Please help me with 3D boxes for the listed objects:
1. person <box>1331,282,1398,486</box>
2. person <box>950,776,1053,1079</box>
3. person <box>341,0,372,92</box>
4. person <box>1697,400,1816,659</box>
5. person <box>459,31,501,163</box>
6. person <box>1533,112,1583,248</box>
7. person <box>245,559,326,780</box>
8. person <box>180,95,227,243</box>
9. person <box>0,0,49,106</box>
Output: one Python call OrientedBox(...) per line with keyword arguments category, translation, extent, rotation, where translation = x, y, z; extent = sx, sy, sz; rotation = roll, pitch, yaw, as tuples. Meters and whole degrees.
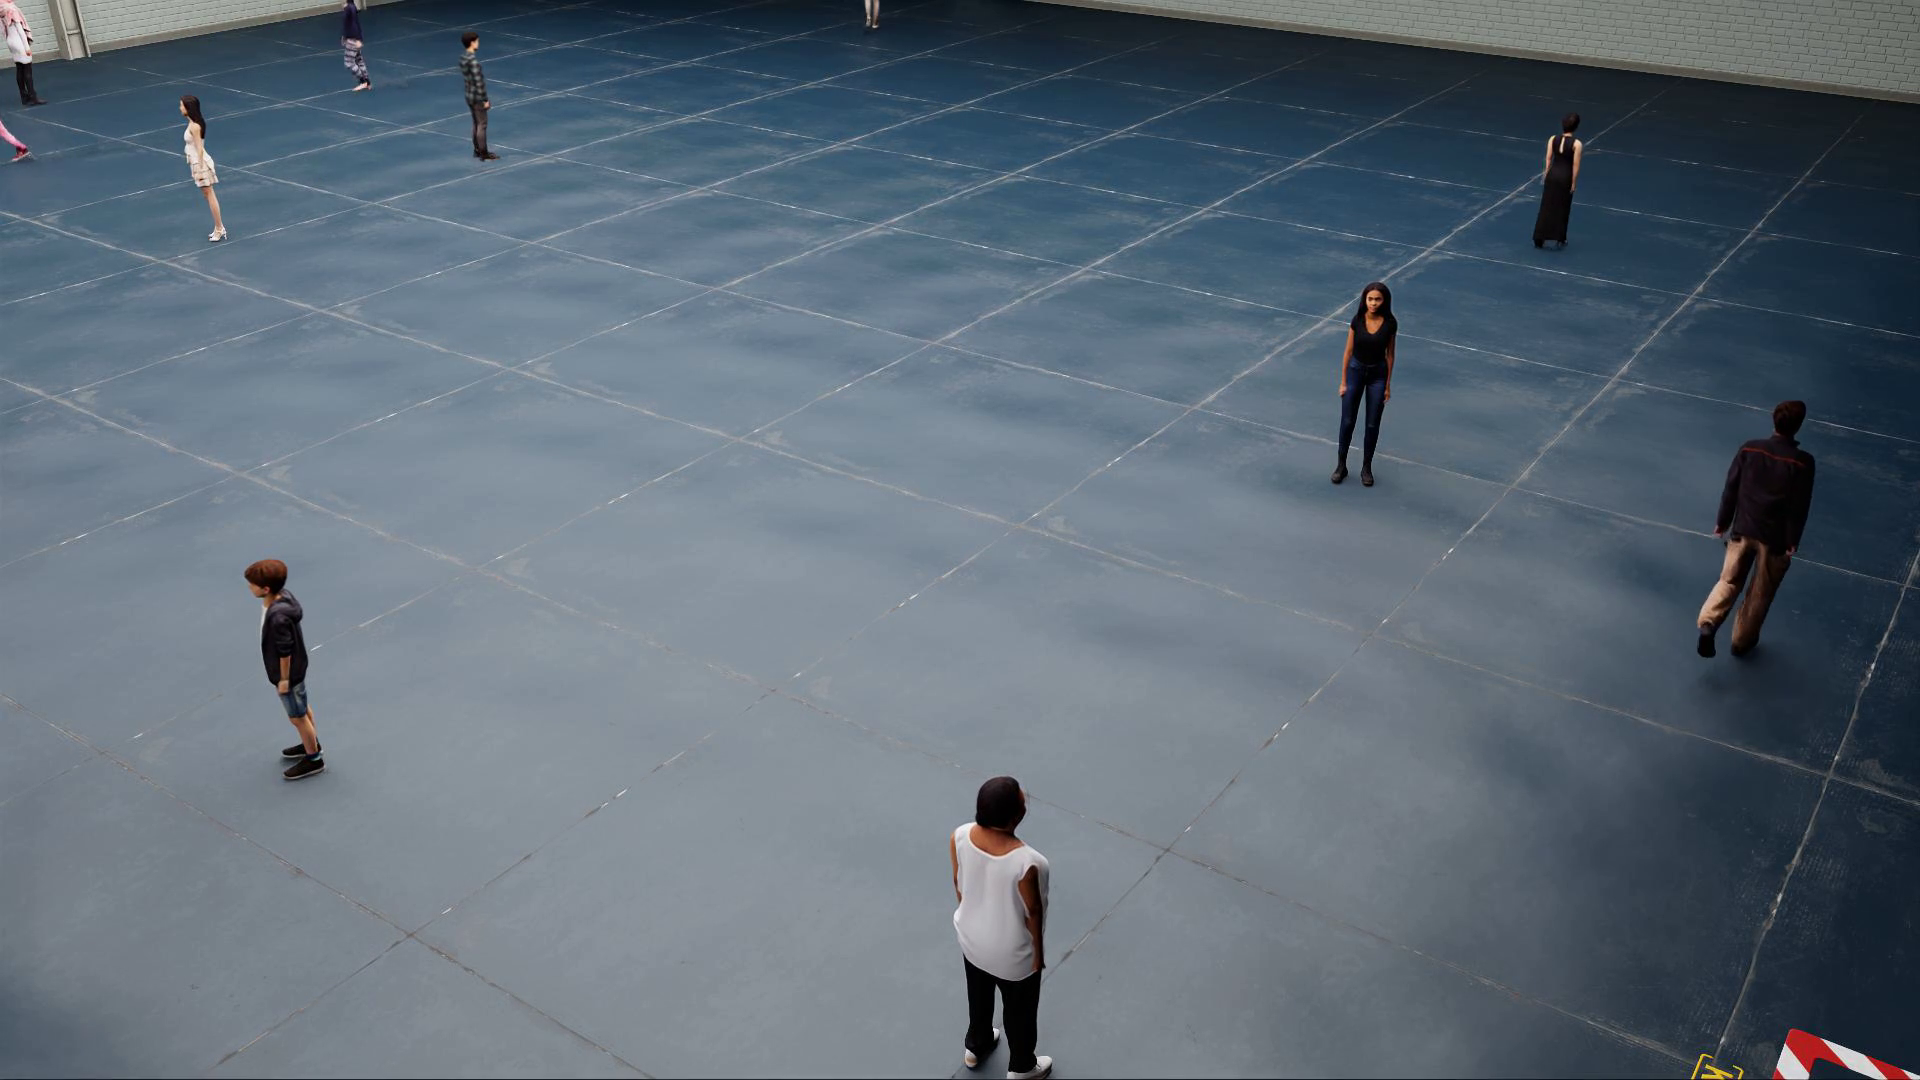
OrientedBox(category="person", translation=(3.361, -1.305, 13.770), extent=(0.642, 1.739, 0.641), rotation=(6, 28, 11))
OrientedBox(category="person", translation=(0.203, 1.815, 7.766), extent=(0.675, 1.687, 0.633), rotation=(22, 35, 36))
OrientedBox(category="person", translation=(-9.850, -8.229, 27.235), extent=(0.752, 1.722, 0.724), rotation=(-13, 30, -24))
OrientedBox(category="person", translation=(5.298, -0.014, 11.076), extent=(0.802, 1.909, 1.058), rotation=(25, 36, 39))
OrientedBox(category="person", translation=(-6.611, -6.050, 22.638), extent=(0.688, 1.712, 0.743), rotation=(-16, 31, -28))
OrientedBox(category="person", translation=(7.028, -4.215, 19.584), extent=(0.633, 1.590, 0.843), rotation=(23, 35, 38))
OrientedBox(category="person", translation=(-4.081, 0.760, 10.078), extent=(0.664, 1.447, 0.625), rotation=(-9, 29, -18))
OrientedBox(category="person", translation=(-9.035, -4.441, 19.862), extent=(0.684, 1.736, 0.657), rotation=(-10, 29, -19))
OrientedBox(category="person", translation=(-14.945, -7.840, 26.390), extent=(0.647, 1.803, 0.602), rotation=(15, 31, 27))
